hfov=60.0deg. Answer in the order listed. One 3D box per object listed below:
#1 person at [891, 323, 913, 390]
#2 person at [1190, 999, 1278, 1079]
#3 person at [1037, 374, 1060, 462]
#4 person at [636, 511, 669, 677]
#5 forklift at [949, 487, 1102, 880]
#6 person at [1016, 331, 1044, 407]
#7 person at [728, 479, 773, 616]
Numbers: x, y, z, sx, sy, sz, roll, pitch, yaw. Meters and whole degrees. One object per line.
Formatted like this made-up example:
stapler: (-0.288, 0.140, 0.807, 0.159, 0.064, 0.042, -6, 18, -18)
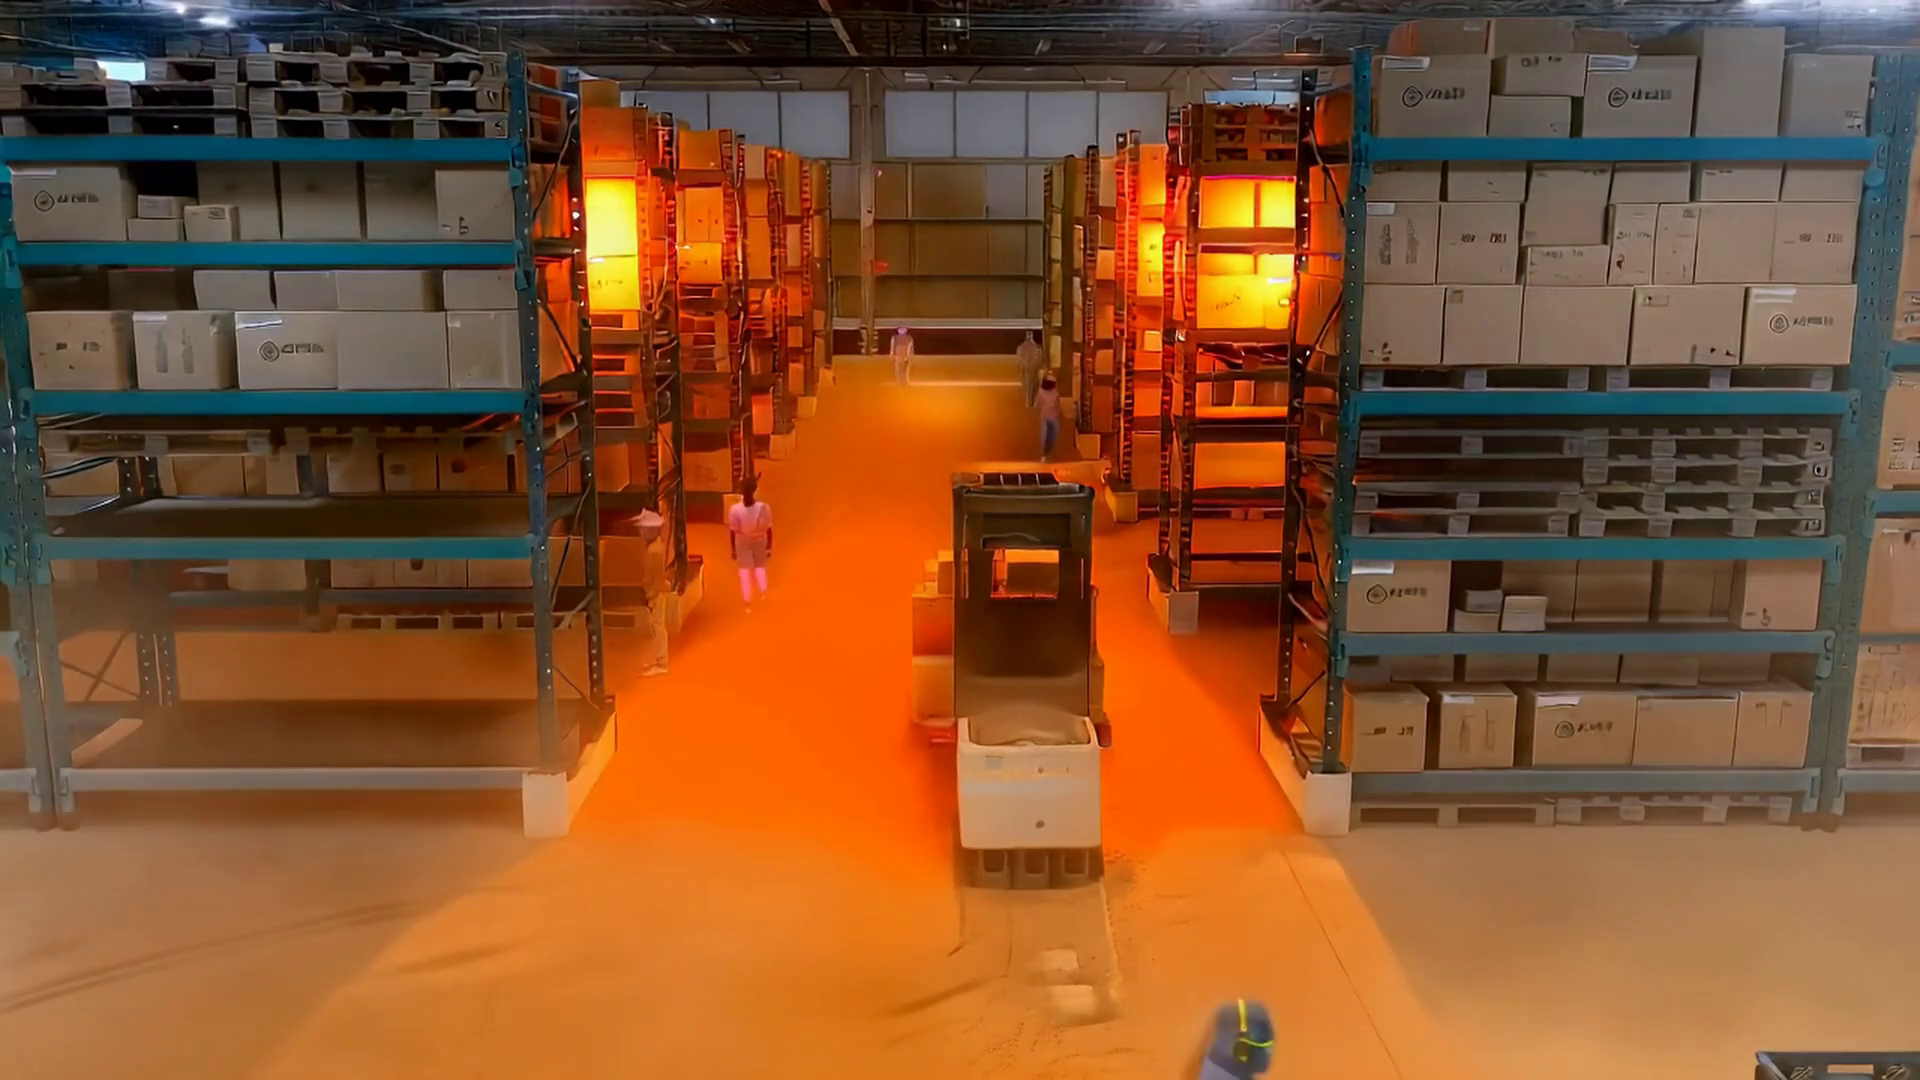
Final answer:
person: (-1.550, -4.960, 44.981, 0.626, 1.807, 0.923, -2, 12, -10)
person: (1.111, 2.724, 6.637, 0.432, 1.894, 0.669, 1, 11, 4)
person: (1.719, -2.362, 32.291, 0.515, 1.722, 0.390, -3, 12, -15)
person: (-3.258, 0.565, 17.664, 0.304, 1.772, 0.525, -3, 12, -14)
forklift: (0.495, 0.986, 12.813, 1.129, 2.768, 1.873, 0, 11, -2)
person: (1.726, -4.201, 40.995, 0.679, 1.888, 0.491, 0, 11, -1)
person: (-2.551, 0.075, 20.298, 0.540, 1.686, 0.423, 0, 11, 0)
